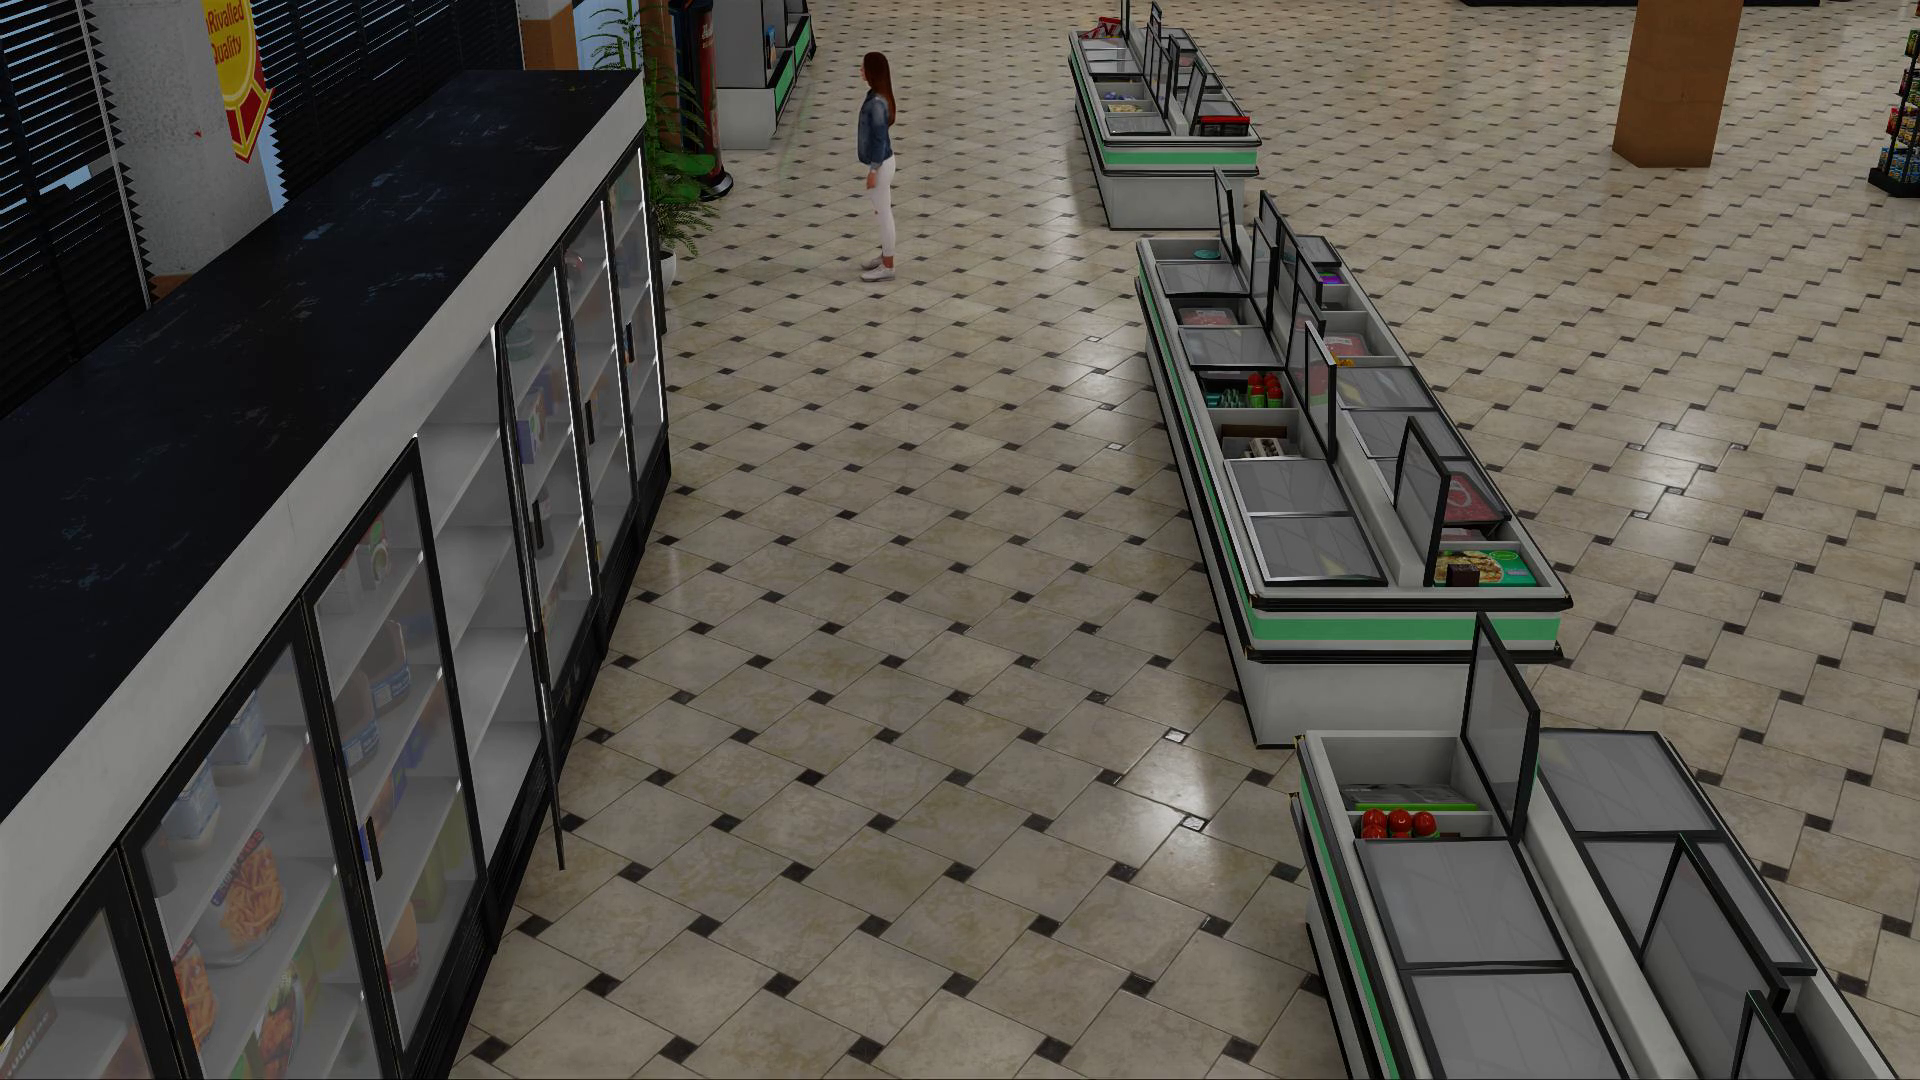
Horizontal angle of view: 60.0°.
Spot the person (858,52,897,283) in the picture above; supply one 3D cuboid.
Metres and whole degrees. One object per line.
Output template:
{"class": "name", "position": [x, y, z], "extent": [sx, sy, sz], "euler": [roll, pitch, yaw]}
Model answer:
{"class": "person", "position": [-0.596, -2.823, 12.580], "extent": [0.671, 1.703, 0.454], "euler": [-1, 27, -2]}
